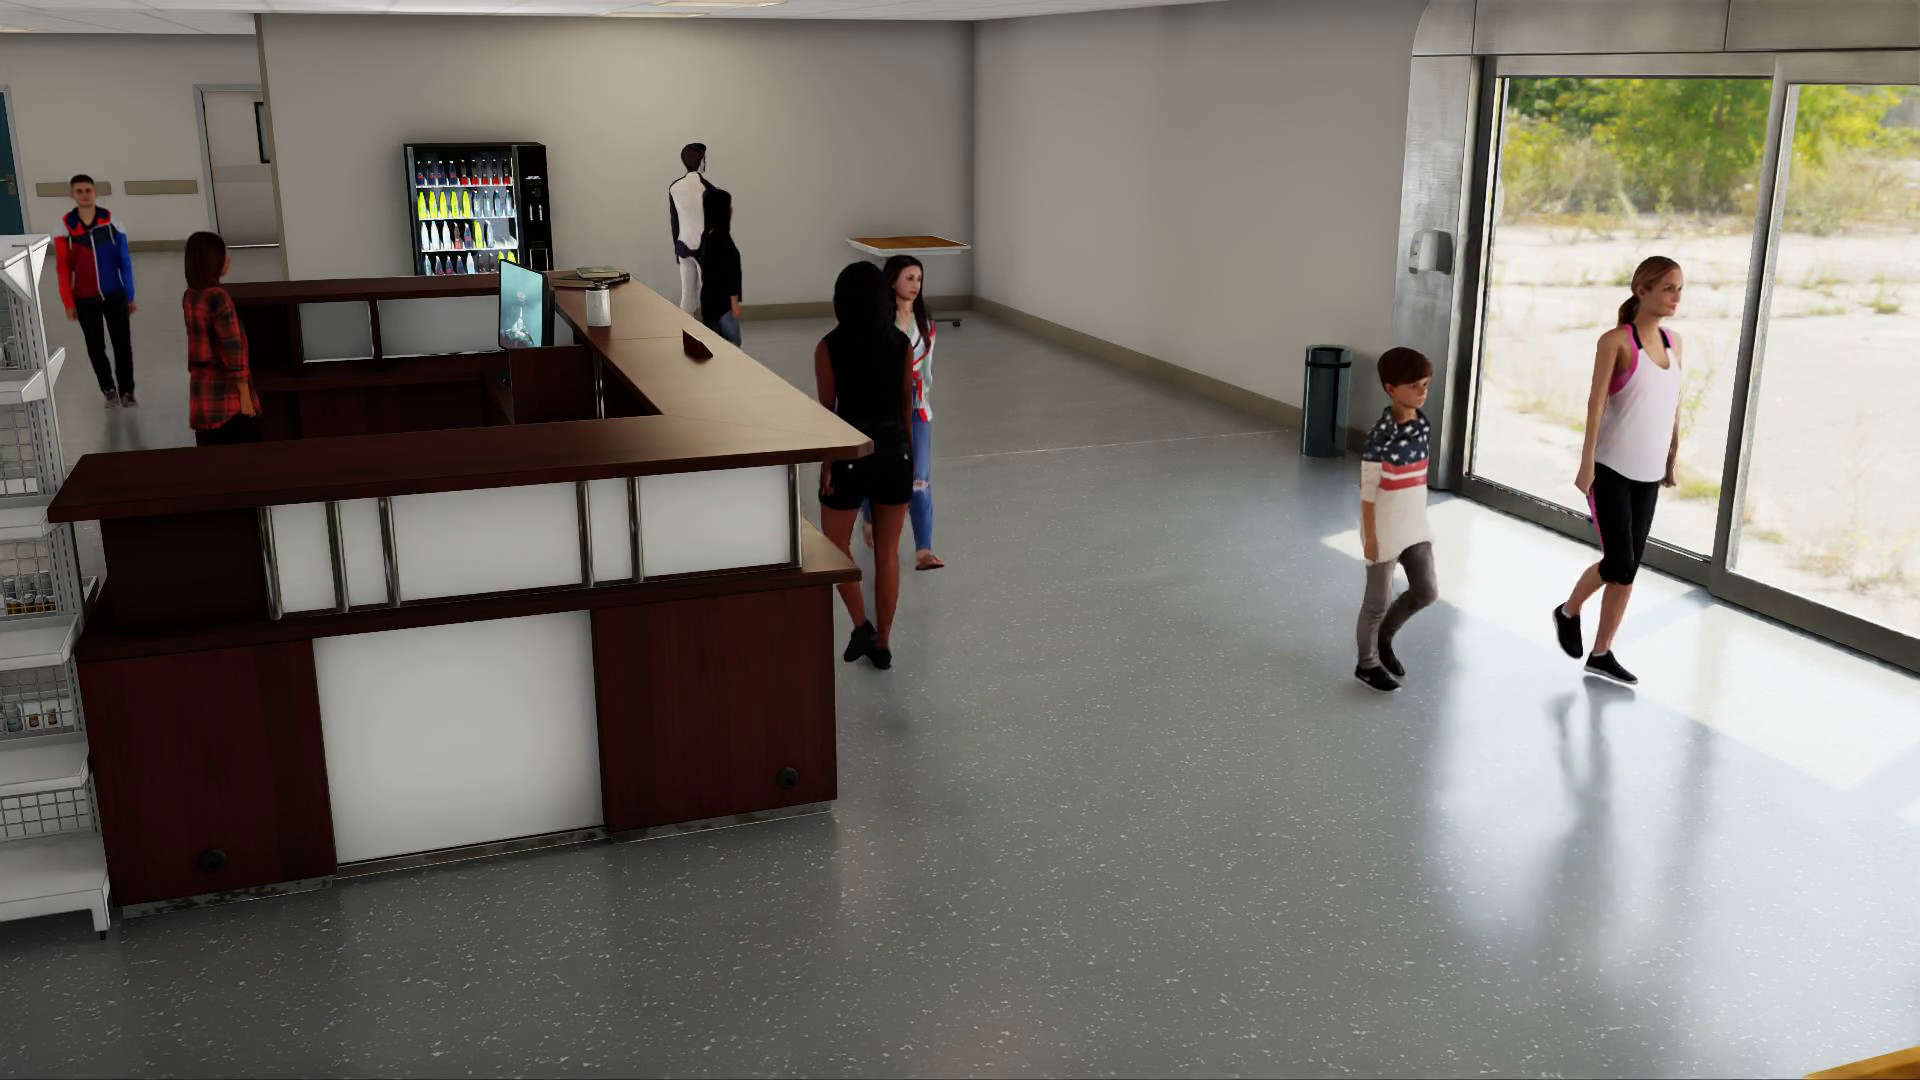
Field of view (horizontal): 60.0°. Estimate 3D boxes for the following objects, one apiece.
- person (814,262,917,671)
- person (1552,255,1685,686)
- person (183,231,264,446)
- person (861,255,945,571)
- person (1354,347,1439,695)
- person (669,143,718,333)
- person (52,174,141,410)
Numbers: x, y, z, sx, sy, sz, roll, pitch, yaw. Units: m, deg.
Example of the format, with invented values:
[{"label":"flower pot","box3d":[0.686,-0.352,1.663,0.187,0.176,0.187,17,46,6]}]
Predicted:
[{"label":"person","box3d":[-0.346,-0.259,6.884,0.646,1.729,0.652,-6,17,-20]},{"label":"person","box3d":[2.688,-0.287,6.896,0.625,1.775,0.703,-7,17,-22]},{"label":"person","box3d":[-3.893,-0.741,8.662,0.889,1.691,1.008,12,20,37]},{"label":"person","box3d":[-0.377,-0.639,8.545,1.060,1.558,0.700,-7,17,-22]},{"label":"person","box3d":[1.736,-0.087,6.824,0.554,1.430,0.647,-10,19,-33]},{"label":"person","box3d":[-2.291,-2.511,14.569,0.776,1.893,0.813,9,18,29]},{"label":"person","box3d":[-6.474,-1.847,12.501,0.841,1.737,0.780,-8,18,-26]}]
